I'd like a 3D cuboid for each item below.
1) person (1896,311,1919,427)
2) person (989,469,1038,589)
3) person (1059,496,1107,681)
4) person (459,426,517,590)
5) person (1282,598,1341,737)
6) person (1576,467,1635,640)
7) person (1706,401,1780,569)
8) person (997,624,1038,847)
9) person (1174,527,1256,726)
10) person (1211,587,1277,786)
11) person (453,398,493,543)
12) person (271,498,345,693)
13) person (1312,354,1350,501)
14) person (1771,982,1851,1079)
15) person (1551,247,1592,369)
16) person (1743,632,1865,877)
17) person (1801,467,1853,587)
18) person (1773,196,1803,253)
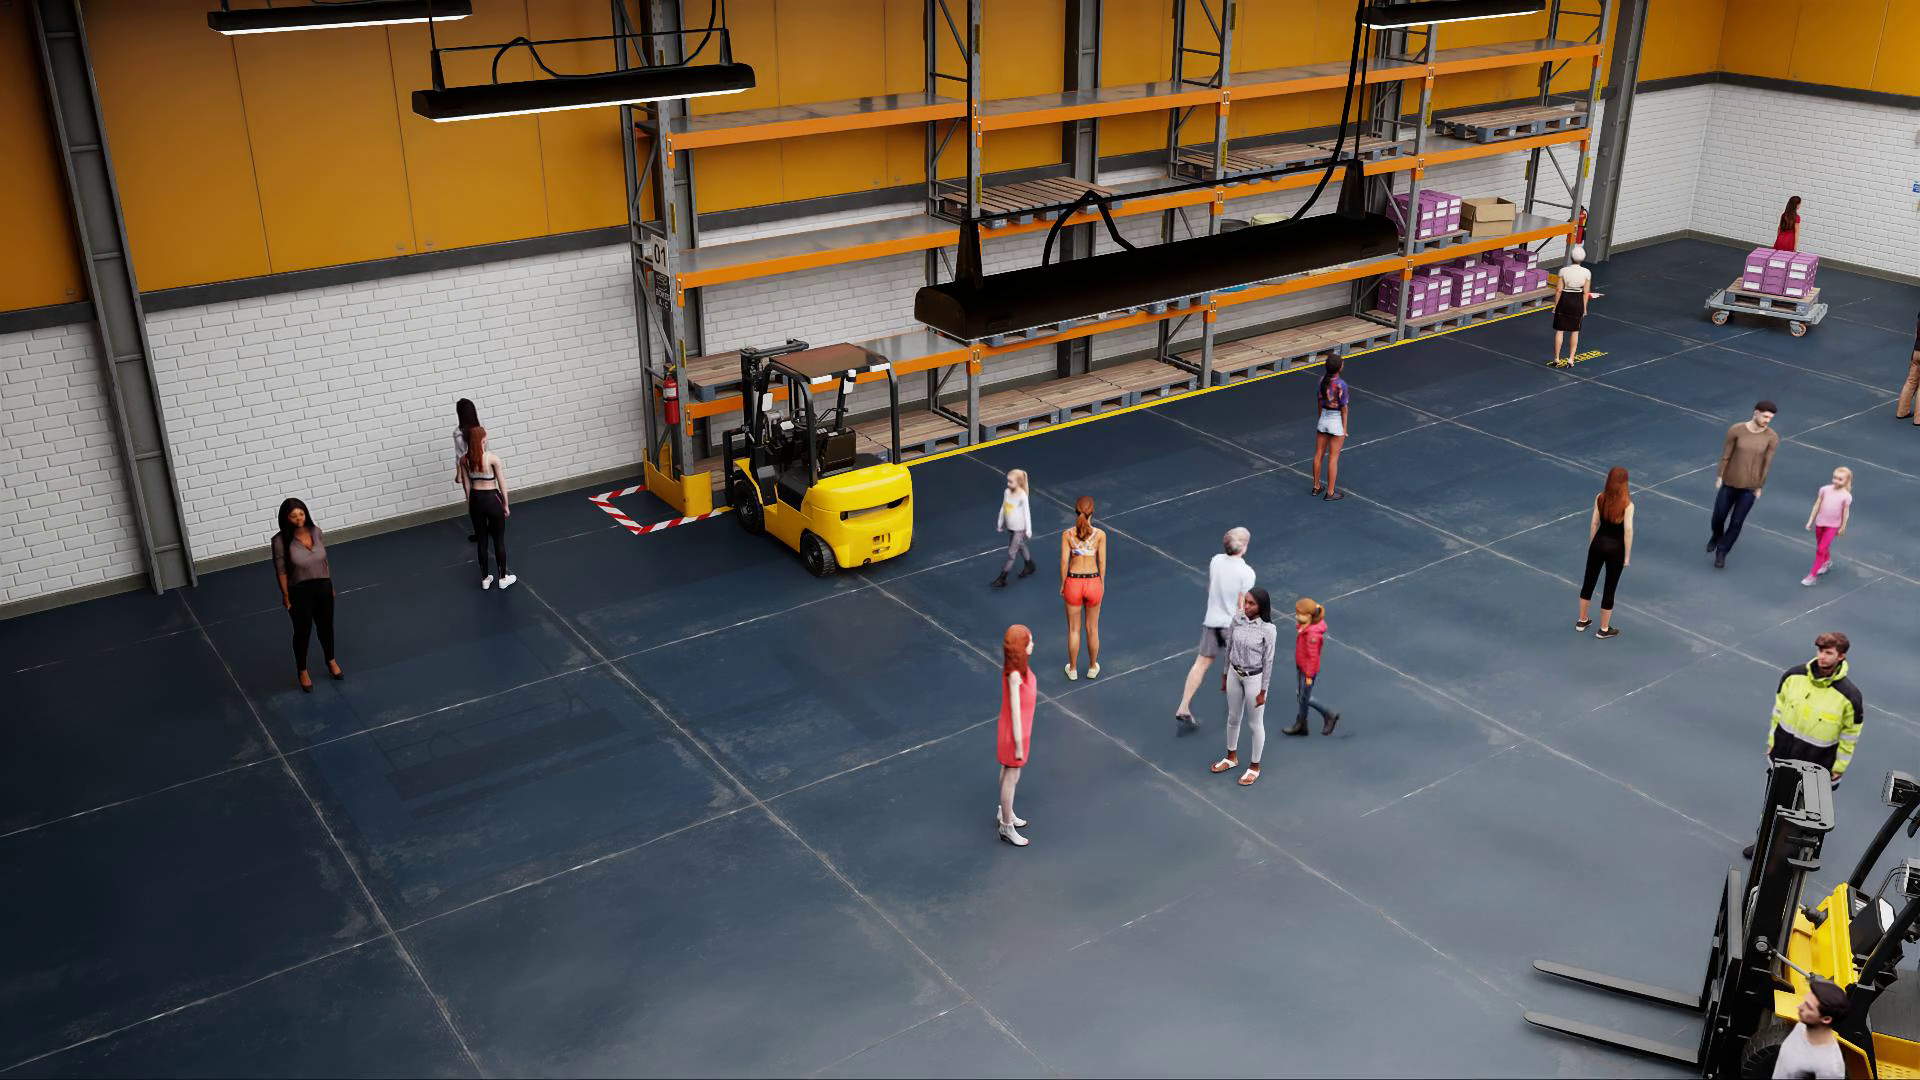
[{"bbox_3d":[12.632,-2.433,21.718,0.726,1.842,0.759,-5,24,-12],"label":"person"},{"bbox_3d":[0.634,-0.140,17.215,0.895,1.248,0.510,-16,28,-33],"label":"person"},{"bbox_3d":[1.122,0.441,15.207,0.649,1.791,0.727,0,24,1],"label":"person"},{"bbox_3d":[-4.859,-0.336,17.046,0.638,1.742,0.718,2,24,4],"label":"person"},{"bbox_3d":[3.055,1.105,14.298,0.810,1.302,0.716,-2,24,-5],"label":"person"},{"bbox_3d":[6.245,0.103,16.061,0.518,1.726,0.578,-18,29,-35],"label":"person"},{"bbox_3d":[8.247,-0.613,17.533,0.844,1.860,0.918,13,27,27],"label":"person"},{"bbox_3d":[0.418,1.477,12.793,0.700,1.826,0.667,1,24,2],"label":"person"},{"bbox_3d":[2.227,0.779,14.429,0.799,1.796,1.250,21,31,39],"label":"person"},{"bbox_3d":[2.359,1.166,13.631,0.572,1.725,0.622,-21,31,-40],"label":"person"},{"bbox_3d":[-5.301,-0.774,18.185,0.736,1.633,0.605,12,26,25],"label":"person"},{"bbox_3d":[-5.917,0.472,15.073,0.771,1.841,0.621,19,30,36],"label":"person"},{"bbox_3d":[4.301,-1.324,19.306,0.515,1.742,0.588,-17,29,-34],"label":"person"},{"bbox_3d":[4.483,3.151,8.919,0.793,1.863,0.731,4,24,10],"label":"person"},{"bbox_3d":[8.760,-3.334,23.889,0.702,1.755,0.724,7,25,17],"label":"person"},{"bbox_3d":[6.332,1.565,12.398,0.652,1.982,0.778,-18,30,-36],"label":"person"},{"bbox_3d":[9.048,-0.180,17.302,0.914,1.251,0.485,-17,29,-34],"label":"person"},{"bbox_3d":[13.906,-5.021,28.000,0.626,1.552,0.570,-12,26,-26],"label":"person"}]
